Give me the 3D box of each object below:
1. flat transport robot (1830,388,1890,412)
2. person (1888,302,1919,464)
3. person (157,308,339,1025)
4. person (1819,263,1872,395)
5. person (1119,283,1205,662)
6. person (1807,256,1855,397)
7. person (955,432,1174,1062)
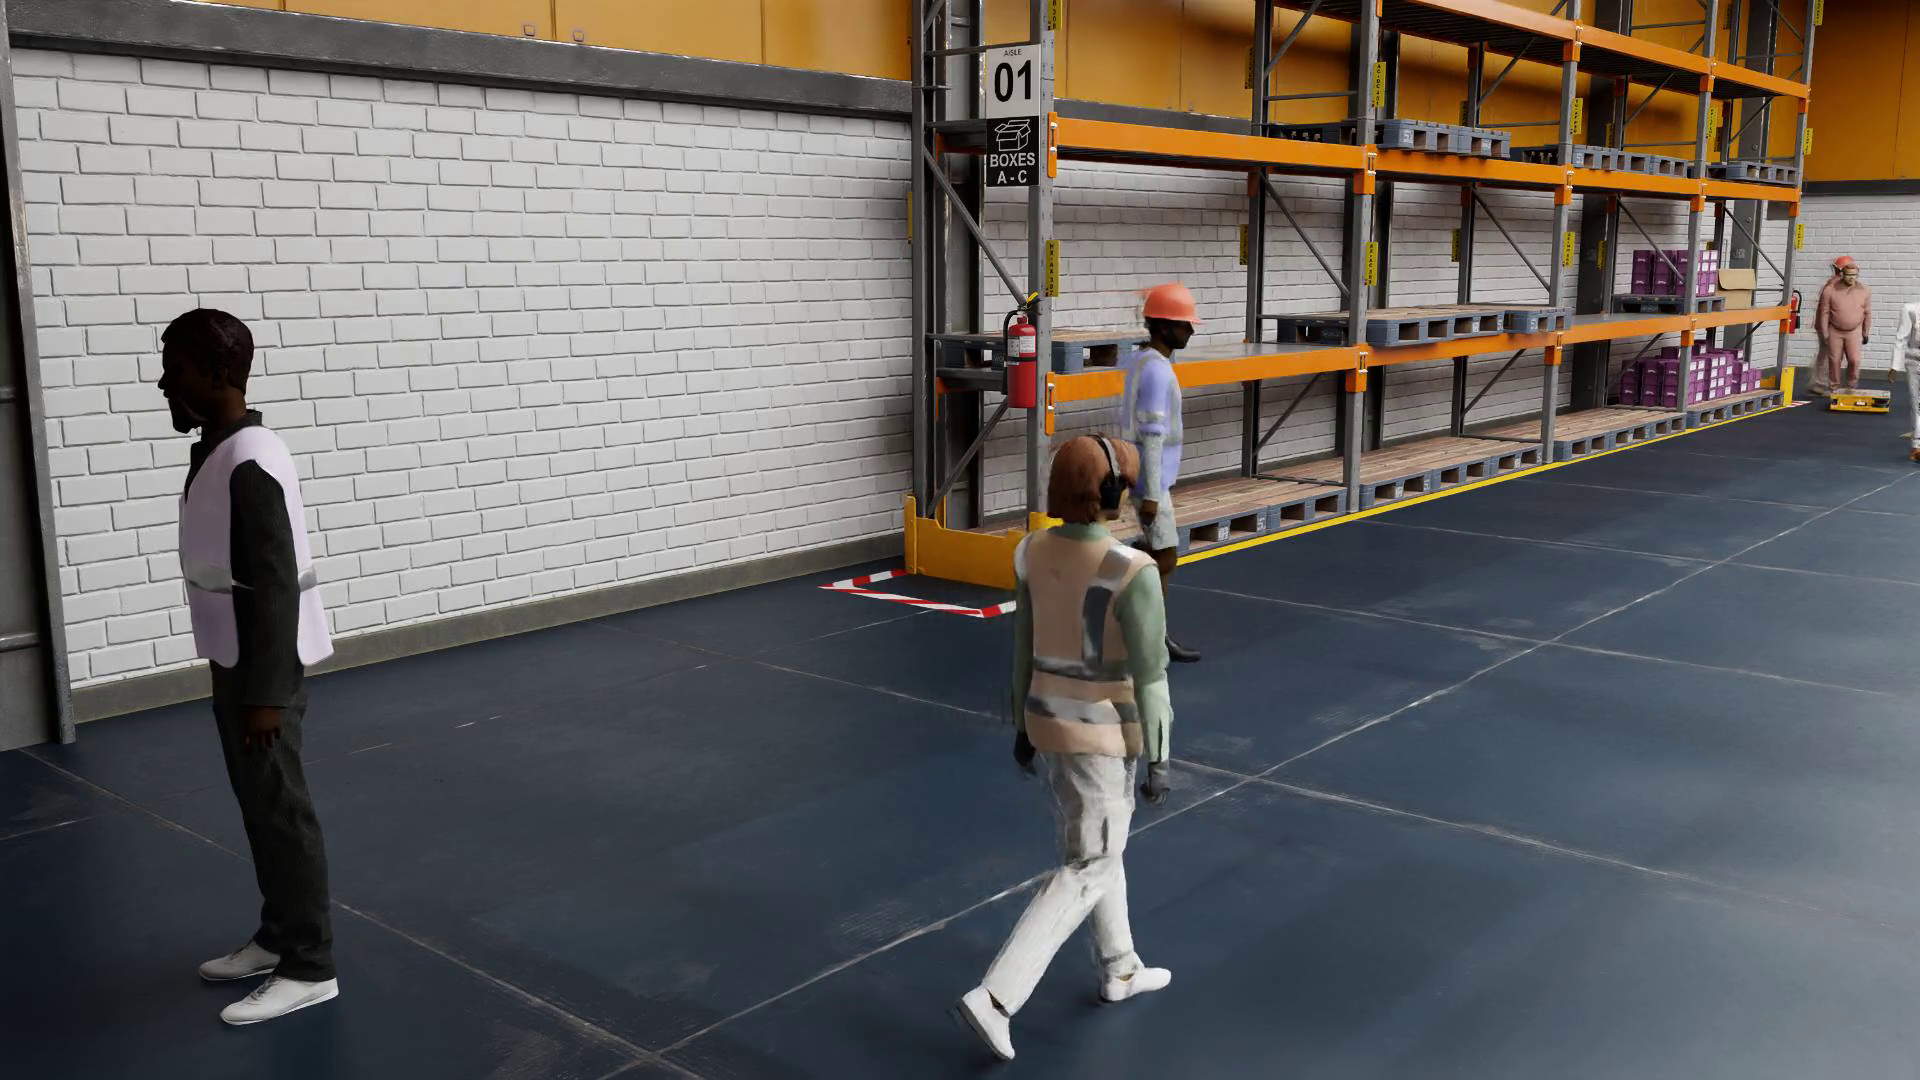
[{"bbox_3d":[11.568,-1.799,21.361,0.652,0.197,1.431,5,11,28],"label":"flat transport robot"},{"bbox_3d":[9.285,-1.638,15.981,0.588,1.822,1.019,7,12,35],"label":"person"},{"bbox_3d":[-1.910,0.348,4.518,0.370,1.893,0.597,-6,12,-31],"label":"person"},{"bbox_3d":[11.942,-2.787,22.450,0.657,1.879,0.584,4,11,20],"label":"person"},{"bbox_3d":[0.889,-0.307,8.218,0.588,1.918,0.548,0,10,1],"label":"person"},{"bbox_3d":[12.111,-2.950,23.091,0.524,1.964,0.691,3,10,18],"label":"person"},{"bbox_3d":[0.293,0.525,4.319,0.779,1.608,0.526,-7,12,-36],"label":"person"}]
